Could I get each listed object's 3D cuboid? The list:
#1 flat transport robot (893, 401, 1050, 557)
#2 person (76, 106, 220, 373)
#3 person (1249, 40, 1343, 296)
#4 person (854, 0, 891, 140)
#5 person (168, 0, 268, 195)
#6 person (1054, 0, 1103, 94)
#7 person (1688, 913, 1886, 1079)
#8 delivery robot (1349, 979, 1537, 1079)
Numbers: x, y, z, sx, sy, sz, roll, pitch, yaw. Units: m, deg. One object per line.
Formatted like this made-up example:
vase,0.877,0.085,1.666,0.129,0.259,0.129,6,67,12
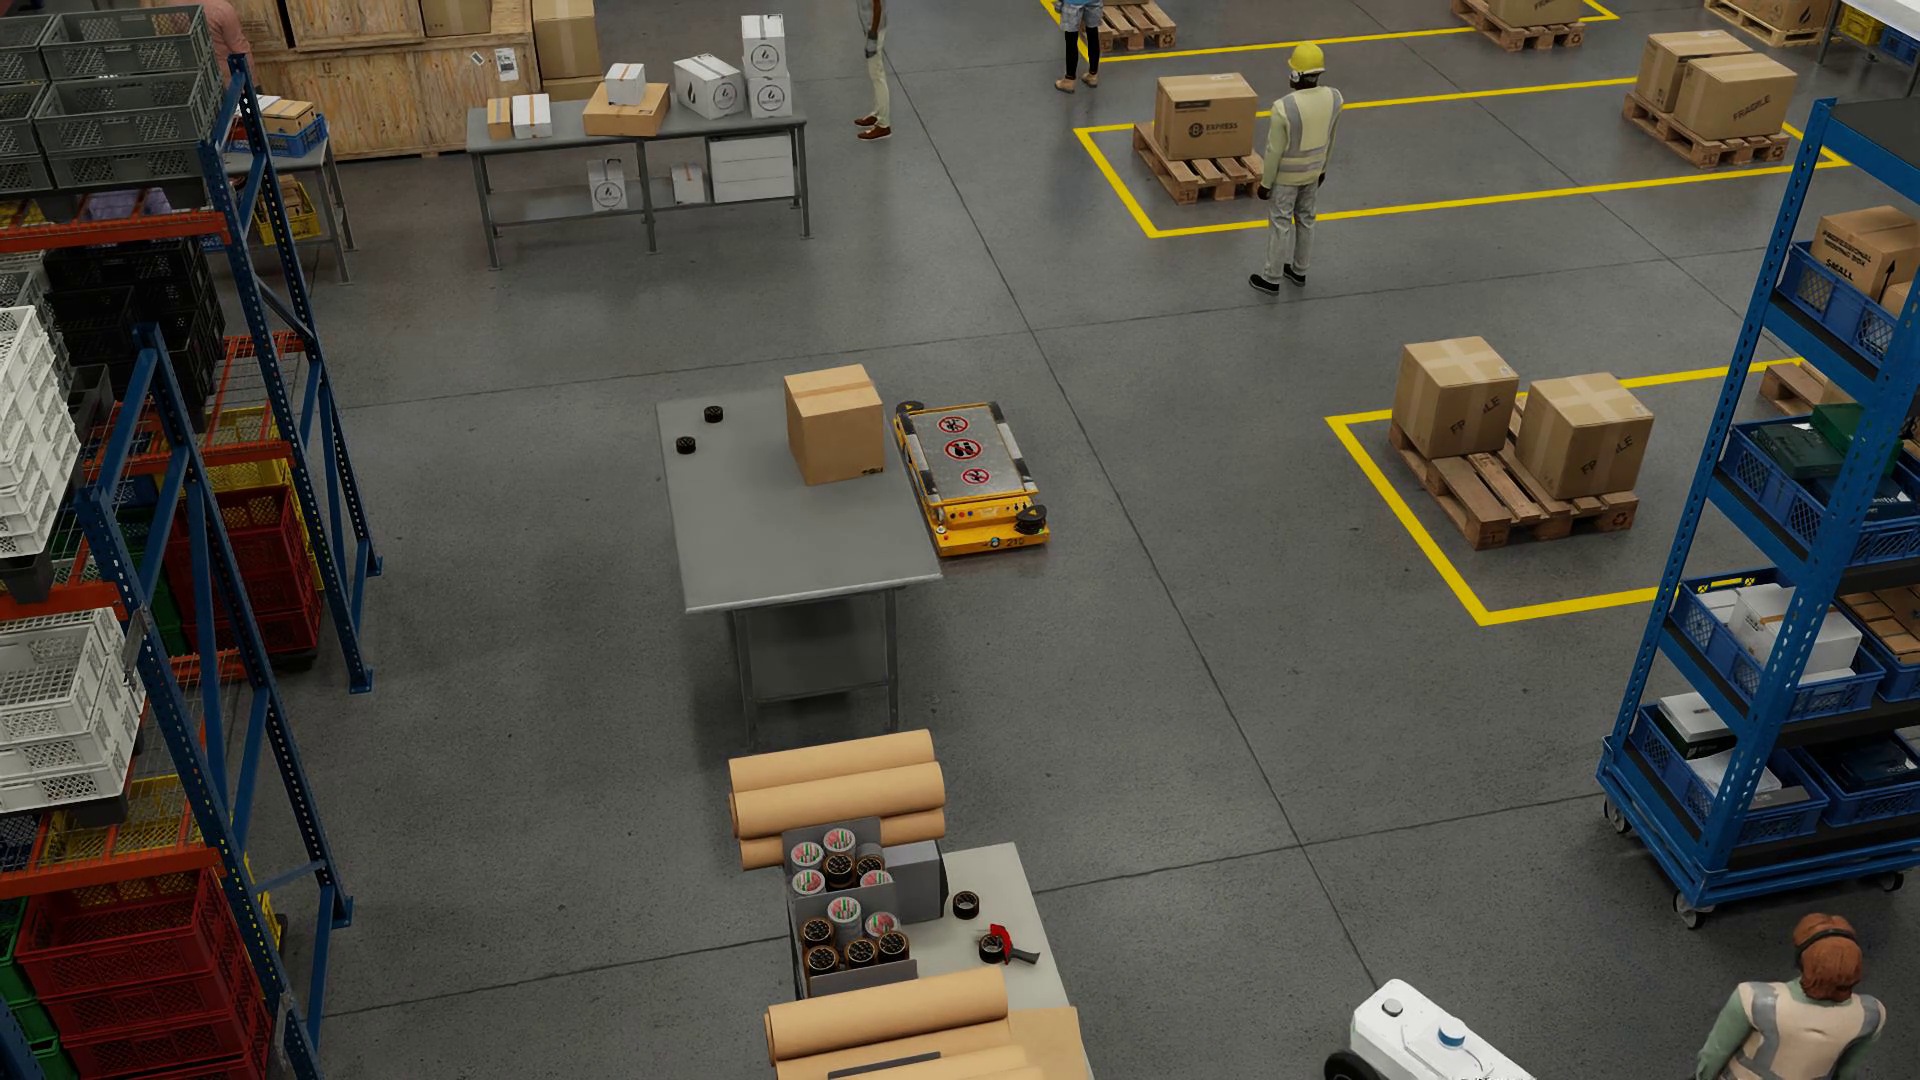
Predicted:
flat transport robot,0.046,-0.430,10.108,0.652,0.197,1.431,-8,37,-10
person,-5.281,-1.879,10.670,0.635,1.937,0.352,1,37,1
person,2.355,-2.612,11.742,0.591,1.833,0.403,-19,41,-24
person,-0.757,-4.295,13.979,0.335,1.865,0.520,-2,37,-3
person,-5.759,-3.653,13.078,0.641,1.912,0.407,14,39,18
person,1.082,-4.858,14.872,0.535,1.697,0.318,-18,40,-23
person,2.817,1.937,5.800,0.514,1.630,0.321,2,37,3
delivery robot,1.878,2.046,6.468,0.477,0.478,0.707,-28,45,-32
